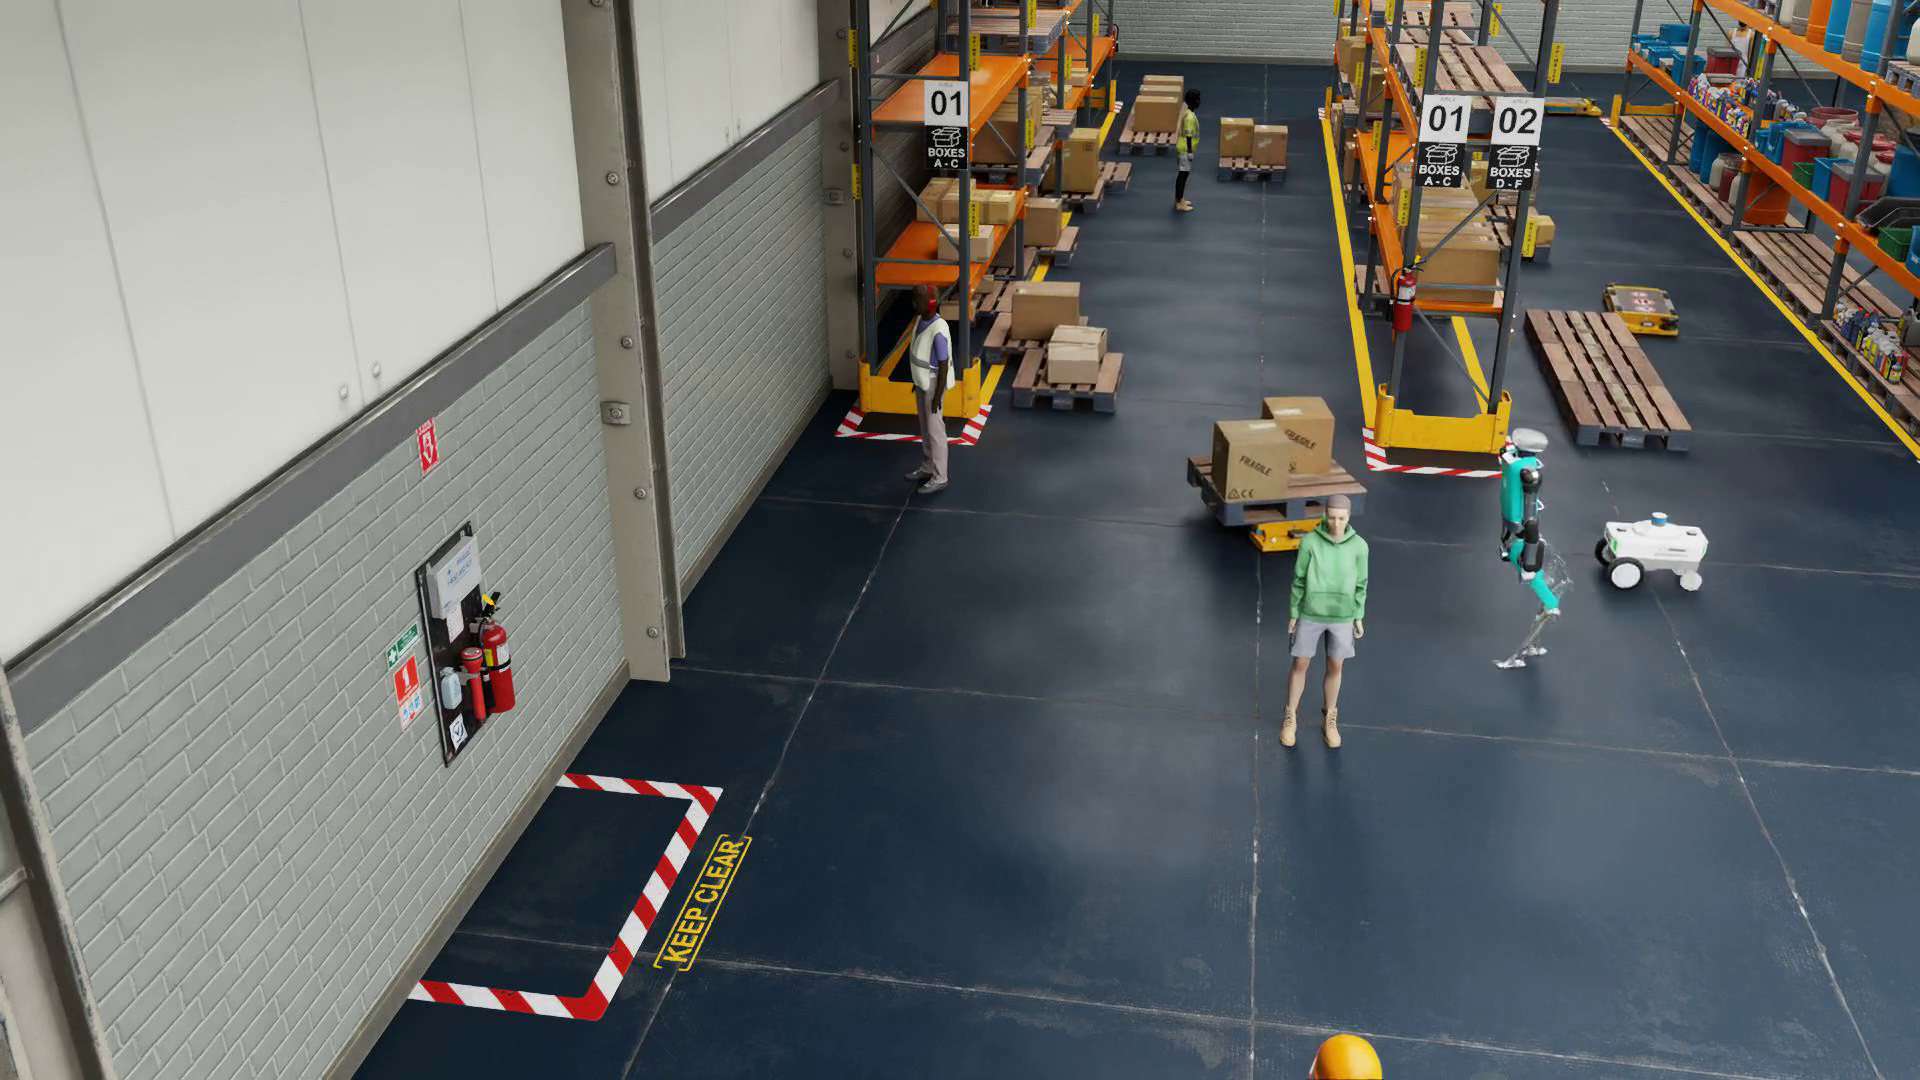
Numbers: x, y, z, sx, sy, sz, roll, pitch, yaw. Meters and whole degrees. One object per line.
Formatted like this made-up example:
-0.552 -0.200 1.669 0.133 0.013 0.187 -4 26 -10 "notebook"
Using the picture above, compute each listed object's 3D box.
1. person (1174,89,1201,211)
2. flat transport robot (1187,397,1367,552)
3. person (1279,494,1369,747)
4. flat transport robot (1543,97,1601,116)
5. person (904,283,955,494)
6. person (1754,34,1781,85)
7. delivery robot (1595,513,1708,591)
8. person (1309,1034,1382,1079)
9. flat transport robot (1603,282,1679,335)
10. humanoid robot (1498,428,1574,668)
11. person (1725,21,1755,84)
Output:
3.208 -5.506 23.465 0.322 1.690 0.532 1 25 2 "person"
2.613 -0.287 13.973 0.659 0.231 1.431 -4 25 -9 "flat transport robot"
2.318 0.505 10.535 0.474 1.743 0.336 3 25 7 "person"
10.856 -7.881 30.225 1.431 0.231 0.659 4 25 9 "flat transport robot"
-0.253 -1.316 14.313 0.380 1.842 0.568 -9 26 -18 "person"
15.878 -9.842 32.659 0.326 1.763 0.523 -19 31 -35 "person"
5.328 0.079 12.856 0.774 0.599 0.499 3 25 7 "delivery robot"
1.317 2.540 6.003 0.562 1.896 0.378 -6 26 -12 "person"
7.771 -2.640 19.009 0.659 0.231 1.431 6 26 13 "flat transport robot"
4.035 0.081 11.463 0.774 1.798 0.534 -1 25 -2 "humanoid robot"
13.742 -8.408 29.470 0.513 1.863 0.373 11 27 23 "person"
